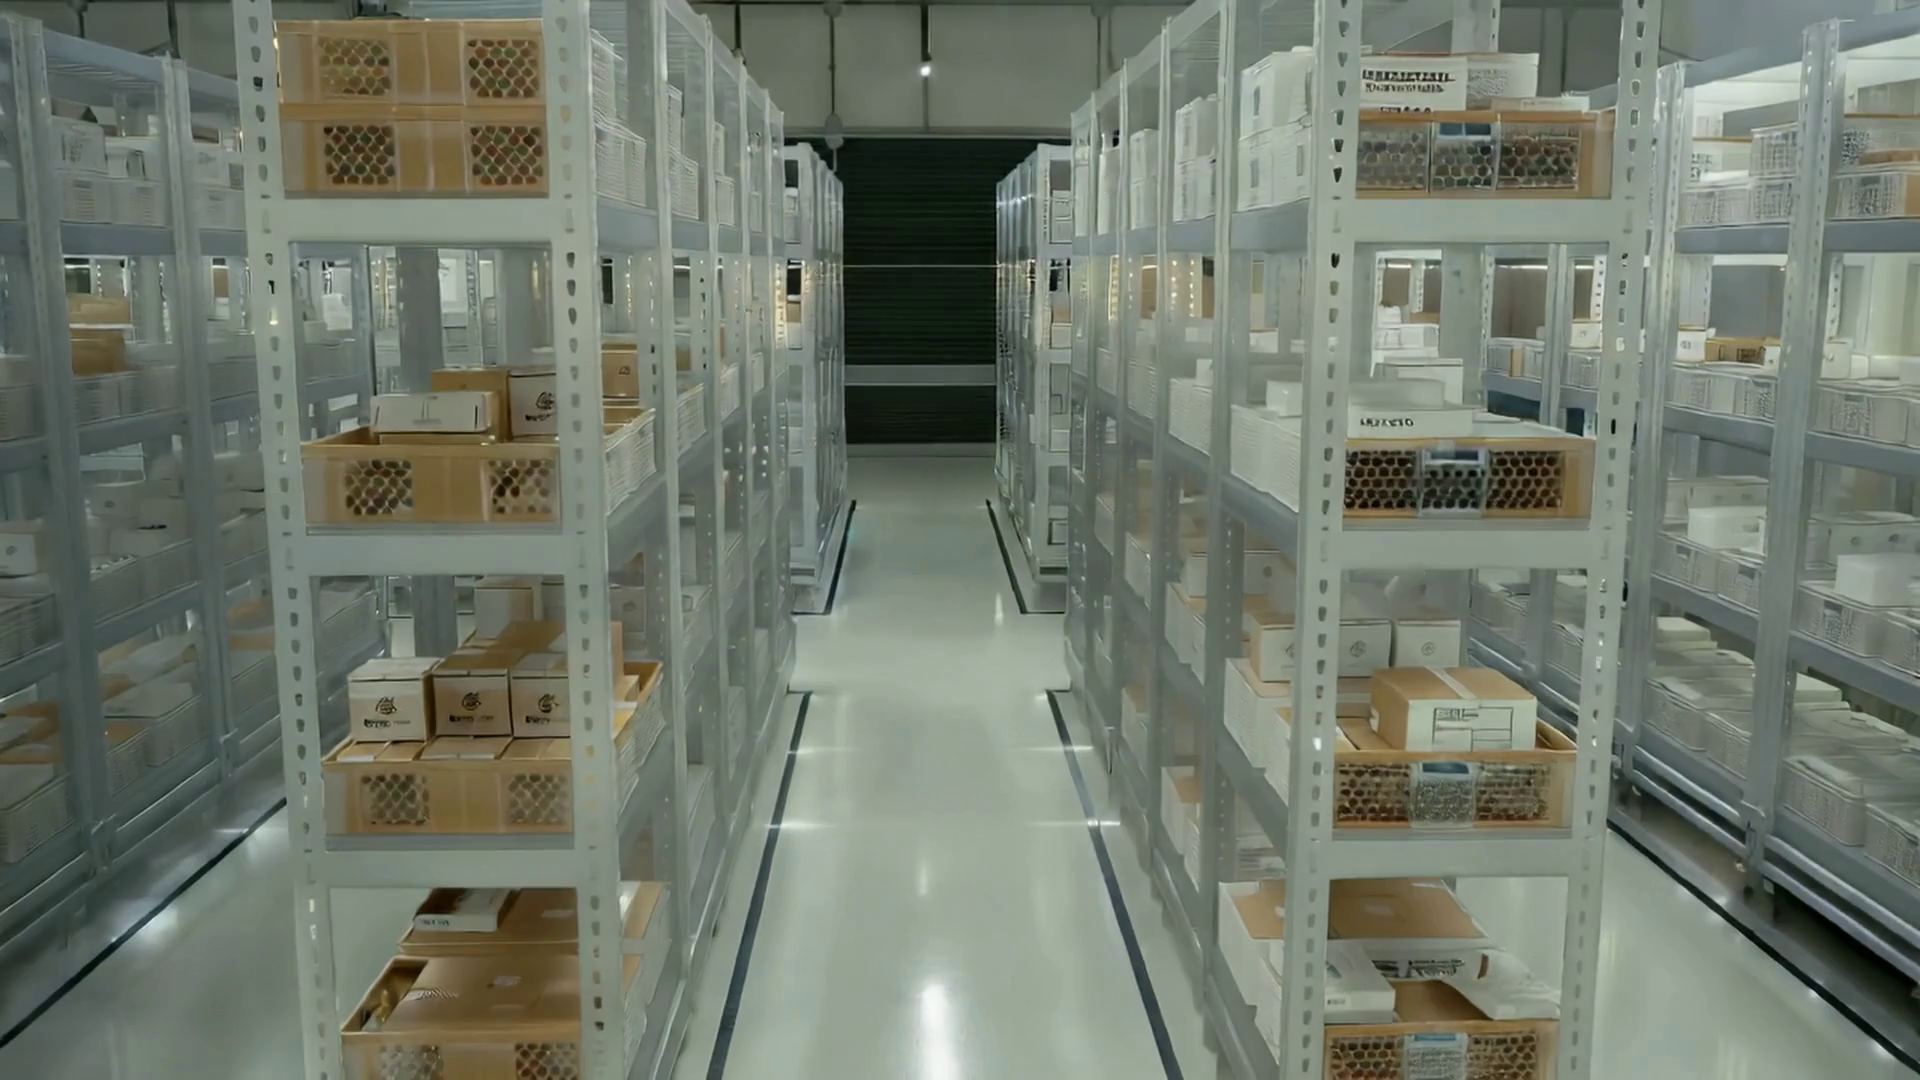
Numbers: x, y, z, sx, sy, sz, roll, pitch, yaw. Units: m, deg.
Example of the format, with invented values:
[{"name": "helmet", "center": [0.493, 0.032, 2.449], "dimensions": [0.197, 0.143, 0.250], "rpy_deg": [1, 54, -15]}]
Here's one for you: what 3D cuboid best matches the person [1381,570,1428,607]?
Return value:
[{"name": "person", "center": [3.094, -0.110, 11.542], "dimensions": [0.815, 1.819, 0.575], "rpy_deg": [-1, 9, -6]}]
